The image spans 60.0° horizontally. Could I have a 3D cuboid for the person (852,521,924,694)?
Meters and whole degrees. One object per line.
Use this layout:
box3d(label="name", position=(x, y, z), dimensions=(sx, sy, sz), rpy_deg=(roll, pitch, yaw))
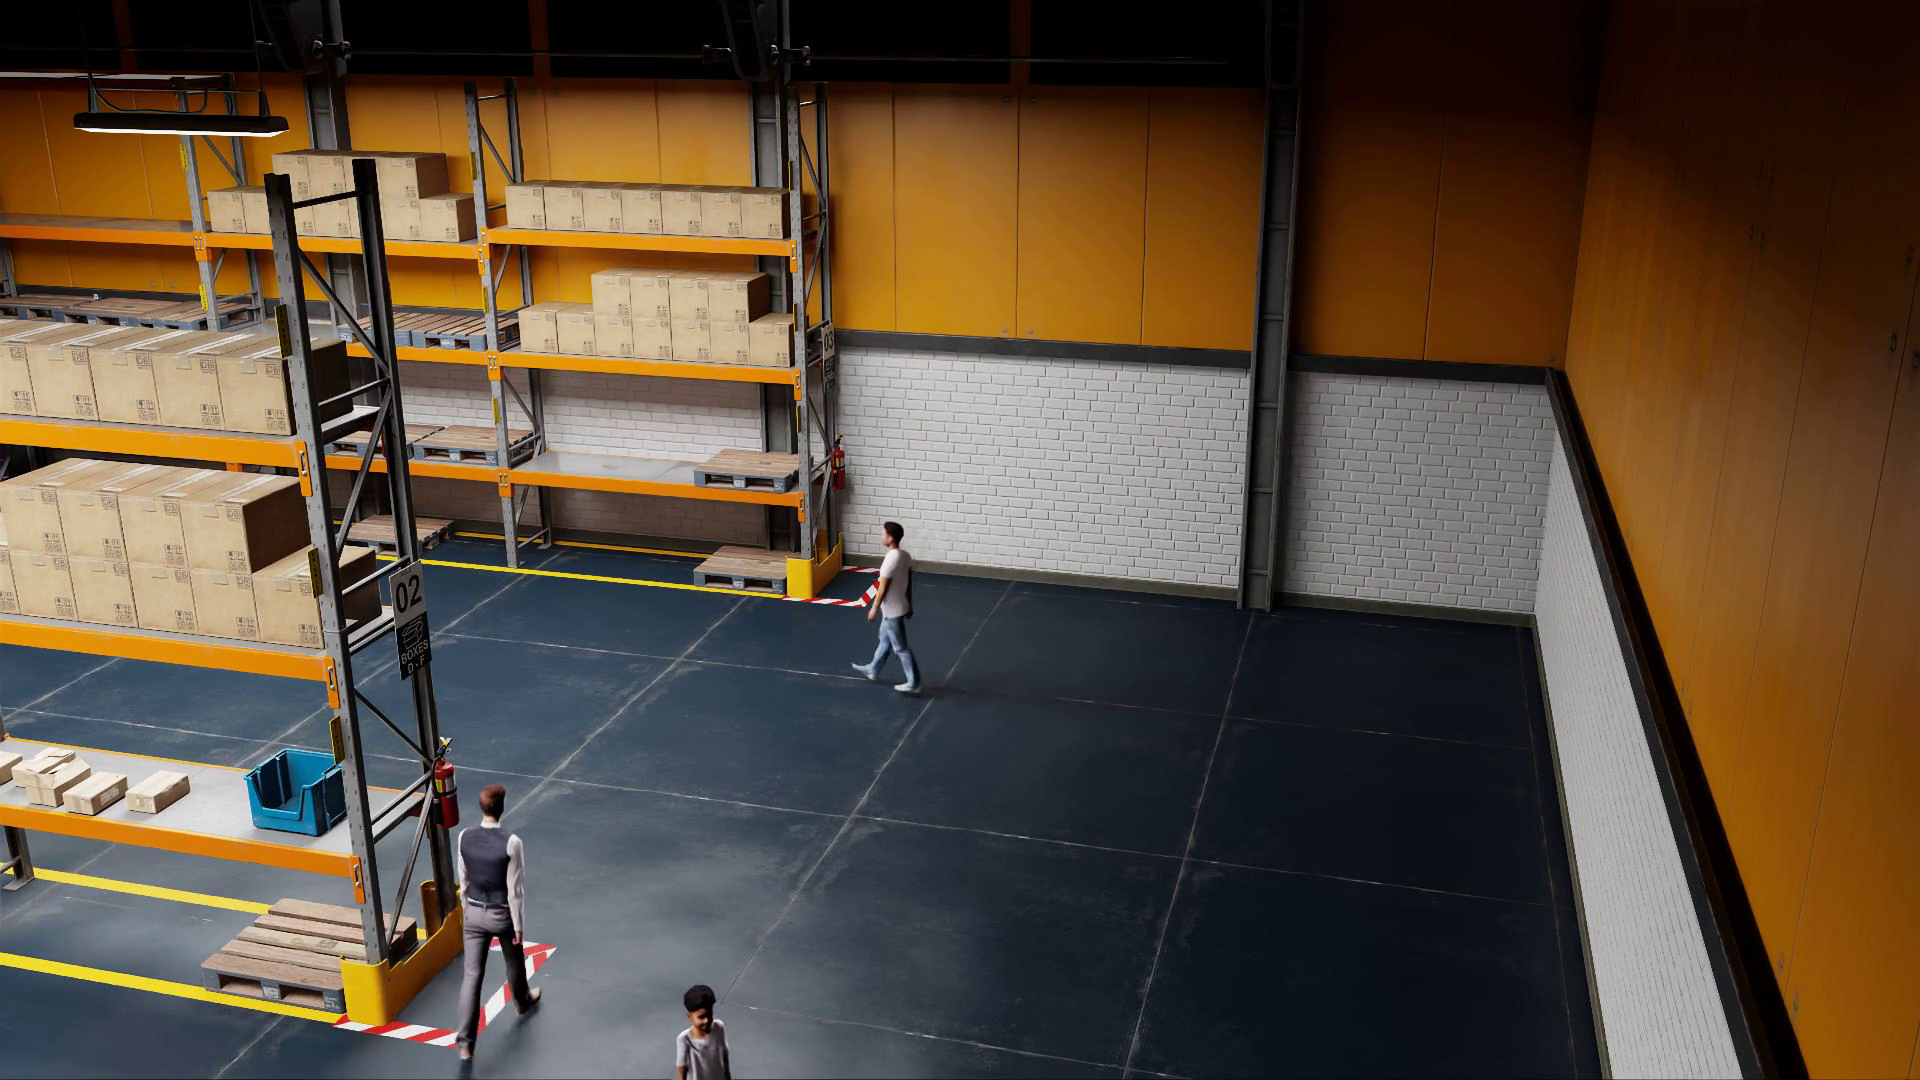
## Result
box3d(label="person", position=(-0.594, 0.738, 17.252), dimensions=(1.085, 1.820, 0.703), rpy_deg=(6, 19, 16))

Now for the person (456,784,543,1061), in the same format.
box3d(label="person", position=(-3.265, 2.646, 11.450), dimensions=(1.198, 1.907, 0.810), rpy_deg=(3, 19, 8))

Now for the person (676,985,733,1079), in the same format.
box3d(label="person", position=(-1.623, 3.331, 10.447), dimensions=(0.662, 1.250, 0.723), rpy_deg=(-11, 21, -29))
